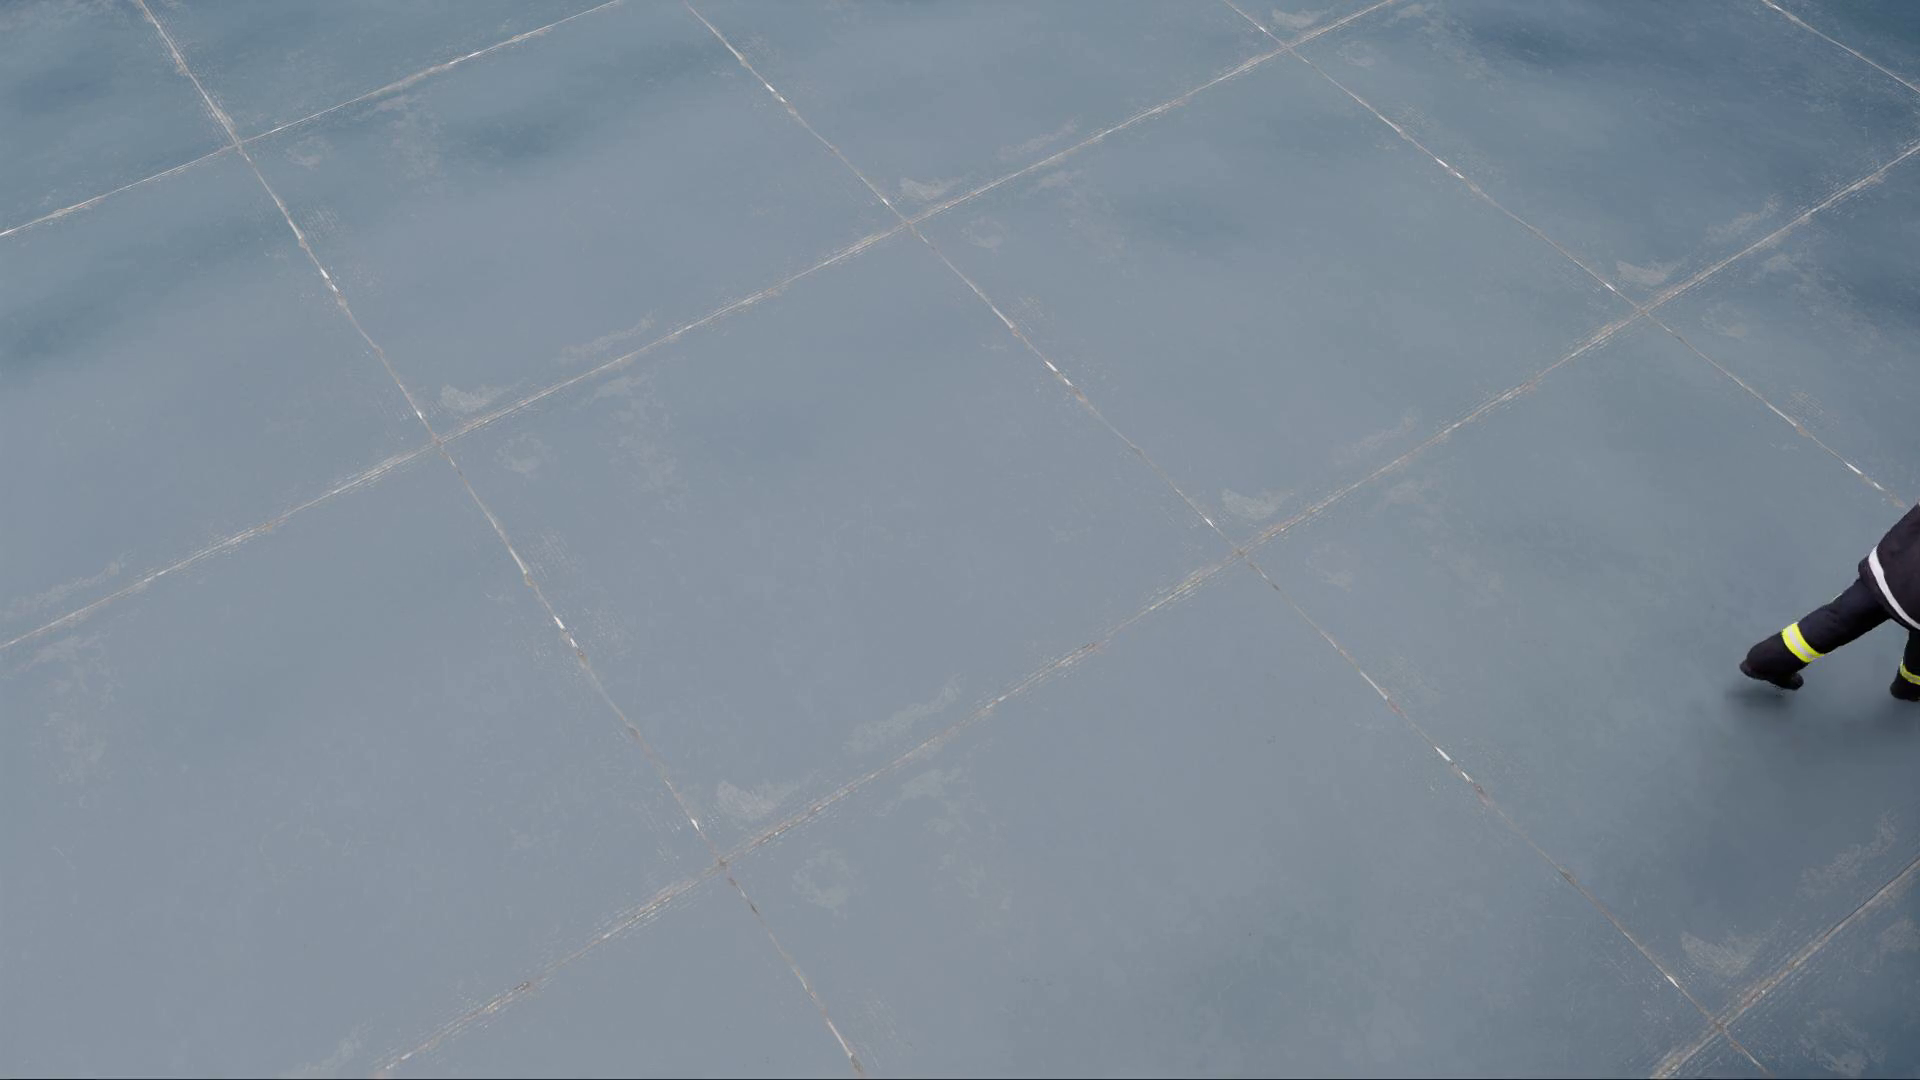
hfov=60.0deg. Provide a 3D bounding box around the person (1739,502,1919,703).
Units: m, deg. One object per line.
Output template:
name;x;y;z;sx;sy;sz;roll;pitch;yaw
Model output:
person;4.090;0.136;7.095;1.245;1.915;1.354;-4;52;-3
